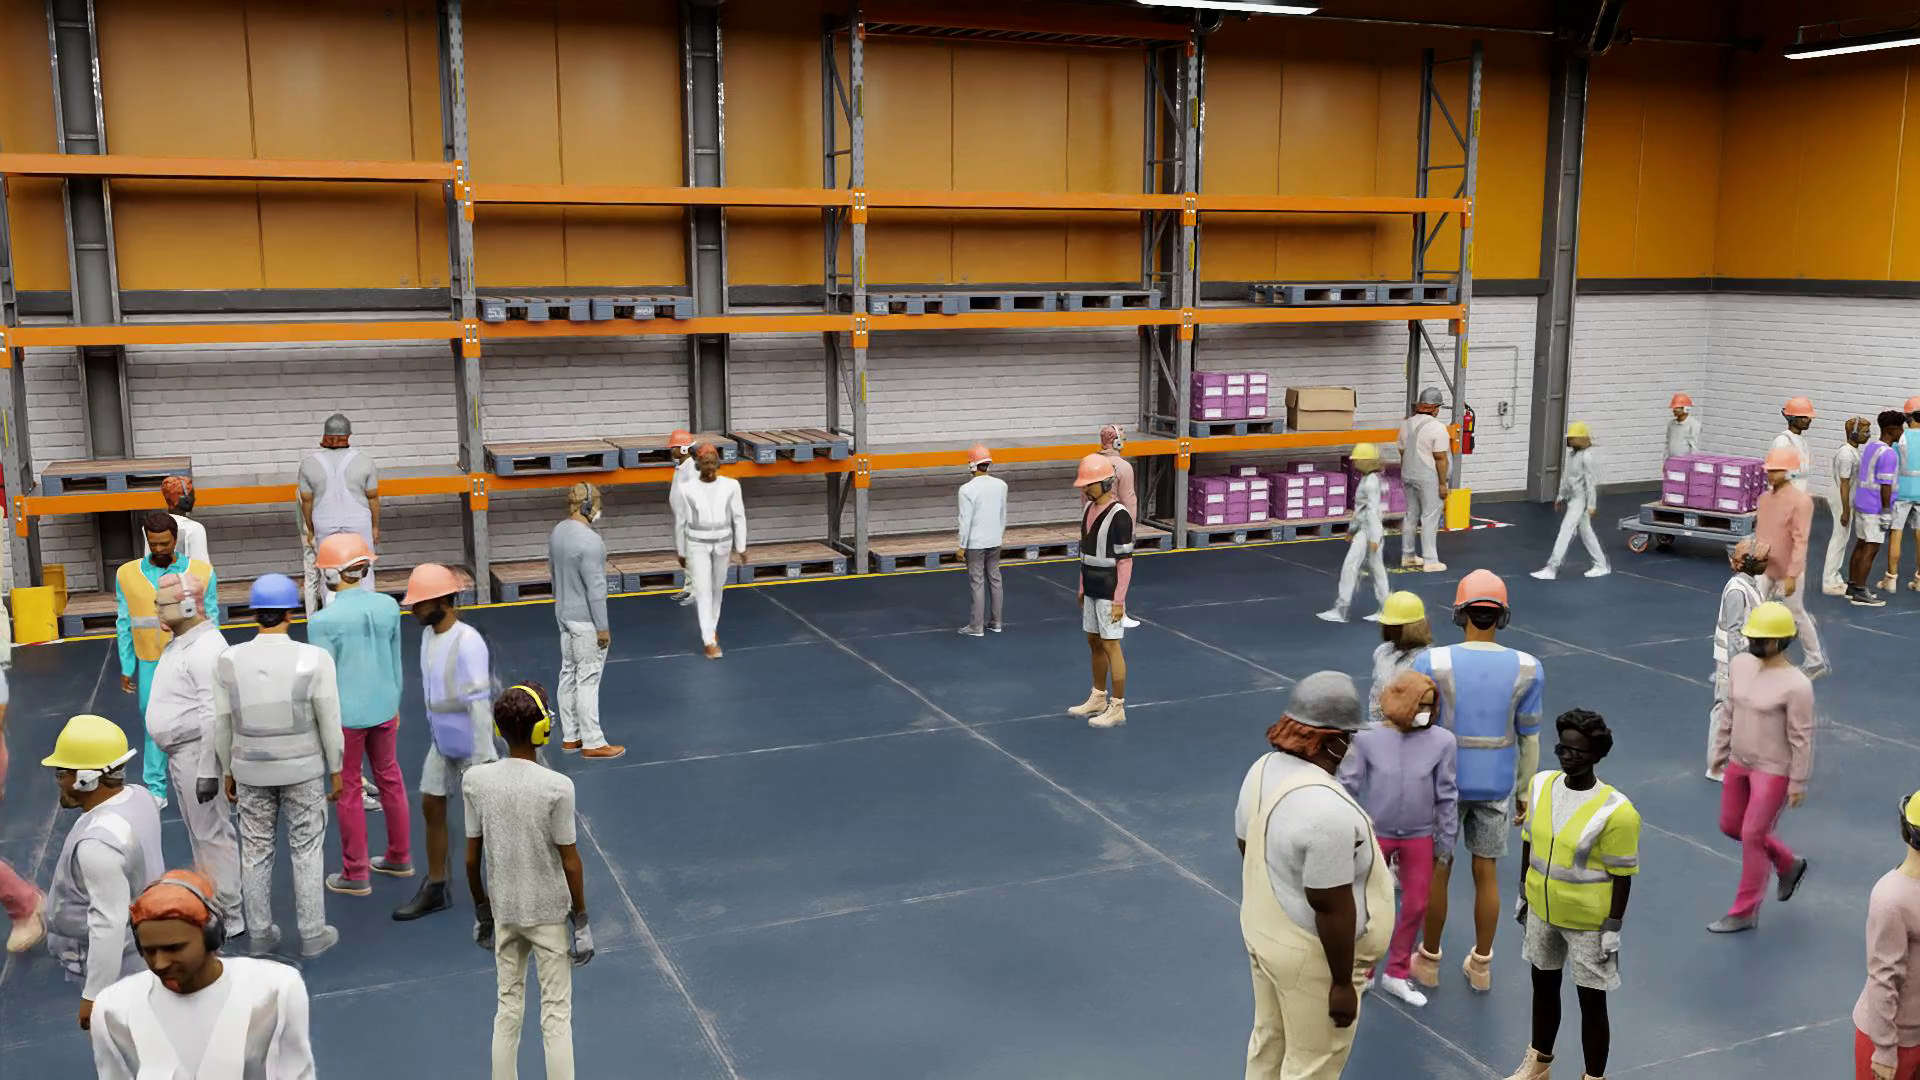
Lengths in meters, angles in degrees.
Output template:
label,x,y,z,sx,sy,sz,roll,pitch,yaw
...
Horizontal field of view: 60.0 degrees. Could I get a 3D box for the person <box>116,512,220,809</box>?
label,x,y,z,sx,sy,sz,roll,pitch,yaw
person,-4.920,0.765,10.373,0.587,1.915,0.391,-3,10,-15

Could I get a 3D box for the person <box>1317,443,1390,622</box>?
label,x,y,z,sx,sy,sz,roll,pitch,yaw
person,3.745,-0.059,15.712,0.798,1.713,0.494,3,10,16

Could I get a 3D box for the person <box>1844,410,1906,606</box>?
label,x,y,z,sx,sy,sz,roll,pitch,yaw
person,9.140,-0.326,16.572,0.402,1.953,0.617,2,10,14

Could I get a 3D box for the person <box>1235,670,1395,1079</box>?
label,x,y,z,sx,sy,sz,roll,pitch,yaw
person,1.294,1.458,6.016,0.537,2.000,0.674,-2,10,-13

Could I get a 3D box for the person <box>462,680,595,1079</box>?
label,x,y,z,sx,sy,sz,roll,pitch,yaw
person,-1.666,1.464,6.467,0.521,1.873,0.328,3,10,16

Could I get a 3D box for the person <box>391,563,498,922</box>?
label,x,y,z,sx,sy,sz,roll,pitch,yaw
person,-2.605,1.032,8.900,0.576,1.901,0.935,9,14,43

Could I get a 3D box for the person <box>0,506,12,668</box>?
label,x,y,z,sx,sy,sz,roll,pitch,yaw
person,-8.136,0.252,13.782,0.321,1.754,0.559,0,10,1

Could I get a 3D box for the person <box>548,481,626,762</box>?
label,x,y,z,sx,sy,sz,roll,pitch,yaw
person,-2.606,0.559,11.501,0.372,1.935,0.627,-8,13,-38

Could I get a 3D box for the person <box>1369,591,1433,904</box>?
label,x,y,z,sx,sy,sz,roll,pitch,yaw
person,2.393,1.118,8.896,0.468,1.722,0.535,-6,12,-32

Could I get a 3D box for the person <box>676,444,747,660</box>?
label,x,y,z,sx,sy,sz,roll,pitch,yaw
person,-2.199,0.067,14.632,0.578,1.845,0.965,-4,10,-20

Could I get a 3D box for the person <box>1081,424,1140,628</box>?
label,x,y,z,sx,sy,sz,roll,pitch,yaw
person,1.420,-0.130,15.552,0.407,1.908,0.641,-8,13,-40

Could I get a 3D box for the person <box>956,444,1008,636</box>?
label,x,y,z,sx,sy,sz,roll,pitch,yaw
person,0.183,-0.002,15.245,0.561,1.753,0.332,-9,13,-40

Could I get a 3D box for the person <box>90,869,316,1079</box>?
label,x,y,z,sx,sy,sz,roll,pitch,yaw
person,-2.063,1.780,4.648,0.593,1.870,0.530,-2,10,-11

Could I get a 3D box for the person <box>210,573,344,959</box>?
label,x,y,z,sx,sy,sz,roll,pitch,yaw
person,-3.357,1.126,8.240,0.612,1.935,0.421,-1,10,-5

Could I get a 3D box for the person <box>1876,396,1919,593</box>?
label,x,y,z,sx,sy,sz,roll,pitch,yaw
person,9.773,-0.462,17.111,0.613,2.035,0.409,1,10,7

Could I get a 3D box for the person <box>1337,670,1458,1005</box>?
label,x,y,z,sx,sy,sz,roll,pitch,yaw
person,1.987,1.381,7.678,0.598,1.624,0.333,1,10,4

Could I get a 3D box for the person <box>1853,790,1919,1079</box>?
label,x,y,z,sx,sy,sz,roll,pitch,yaw
person,3.218,1.667,5.623,0.523,1.761,0.326,-8,13,-40

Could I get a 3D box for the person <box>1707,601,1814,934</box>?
label,x,y,z,sx,sy,sz,roll,pitch,yaw
person,4.177,1.157,8.573,0.610,1.747,0.543,-3,10,-17

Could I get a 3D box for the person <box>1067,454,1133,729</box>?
label,x,y,z,sx,sy,sz,roll,pitch,yaw
person,1.019,0.373,12.275,0.399,2.035,0.615,-4,11,-23

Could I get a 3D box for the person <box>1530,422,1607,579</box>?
label,x,y,z,sx,sy,sz,roll,pitch,yaw
person,6.608,-0.421,17.829,0.895,1.695,0.498,-1,10,-4

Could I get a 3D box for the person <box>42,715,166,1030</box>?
label,x,y,z,sx,sy,sz,roll,pitch,yaw
person,-3.142,1.537,6.154,0.403,1.835,0.587,-2,10,-13

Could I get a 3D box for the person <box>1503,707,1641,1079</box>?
label,x,y,z,sx,sy,sz,roll,pitch,yaw
person,2.465,1.505,6.725,0.317,1.700,0.538,-6,11,-31

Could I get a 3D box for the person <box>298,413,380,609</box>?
label,x,y,z,sx,sy,sz,roll,pitch,yaw
person,-5.657,-0.146,15.257,0.681,2.000,0.536,-2,10,-11

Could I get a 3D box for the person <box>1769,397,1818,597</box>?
label,x,y,z,sx,sy,sz,roll,pitch,yaw
person,8.461,-0.438,16.928,0.375,2.043,0.611,8,13,40

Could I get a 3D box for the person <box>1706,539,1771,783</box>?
label,x,y,z,sx,sy,sz,roll,pitch,yaw
person,5.147,0.798,11.001,0.312,1.634,0.514,7,12,35

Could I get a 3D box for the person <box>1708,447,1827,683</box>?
label,x,y,z,sx,sy,sz,roll,pitch,yaw
person,6.642,0.216,13.448,1.004,1.959,0.616,-3,10,-18

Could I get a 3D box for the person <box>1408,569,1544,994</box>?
label,x,y,z,sx,sy,sz,roll,pitch,yaw
person,2.408,1.145,7.874,0.614,2.028,0.408,0,10,1

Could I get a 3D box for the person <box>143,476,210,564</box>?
label,x,y,z,sx,sy,sz,roll,pitch,yaw
person,-5.677,0.467,12.172,0.584,1.882,0.339,4,11,23

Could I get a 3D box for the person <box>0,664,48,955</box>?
label,x,y,z,sx,sy,sz,roll,pitch,yaw
person,-4.914,1.105,8.046,0.706,2.000,0.595,5,11,28

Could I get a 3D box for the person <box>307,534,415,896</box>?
label,x,y,z,sx,sy,sz,roll,pitch,yaw
person,-3.316,0.948,9.124,0.408,1.986,0.624,6,11,29

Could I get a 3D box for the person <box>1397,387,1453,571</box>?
label,x,y,z,sx,sy,sz,roll,pitch,yaw
person,5.172,-0.688,18.377,0.535,2.000,0.681,-5,11,-24

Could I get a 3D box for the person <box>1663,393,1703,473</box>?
label,x,y,z,sx,sy,sz,roll,pitch,yaw
person,9.019,-0.967,20.856,0.360,1.741,0.562,-3,10,-16

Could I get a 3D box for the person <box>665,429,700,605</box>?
label,x,y,z,sx,sy,sz,roll,pitch,yaw
person,-2.743,-0.229,16.559,0.343,1.749,0.573,-4,11,-23

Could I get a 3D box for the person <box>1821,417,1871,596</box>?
label,x,y,z,sx,sy,sz,roll,pitch,yaw
person,9.053,-0.343,16.996,0.340,1.839,0.501,6,11,29

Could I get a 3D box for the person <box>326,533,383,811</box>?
label,x,y,z,sx,sy,sz,roll,pitch,yaw
person,-3.805,0.822,10.496,0.327,1.753,0.563,-2,10,-14

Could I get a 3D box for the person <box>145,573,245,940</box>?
label,x,y,z,sx,sy,sz,roll,pitch,yaw
person,-3.897,1.102,8.453,0.409,1.905,0.651,-7,12,-35
